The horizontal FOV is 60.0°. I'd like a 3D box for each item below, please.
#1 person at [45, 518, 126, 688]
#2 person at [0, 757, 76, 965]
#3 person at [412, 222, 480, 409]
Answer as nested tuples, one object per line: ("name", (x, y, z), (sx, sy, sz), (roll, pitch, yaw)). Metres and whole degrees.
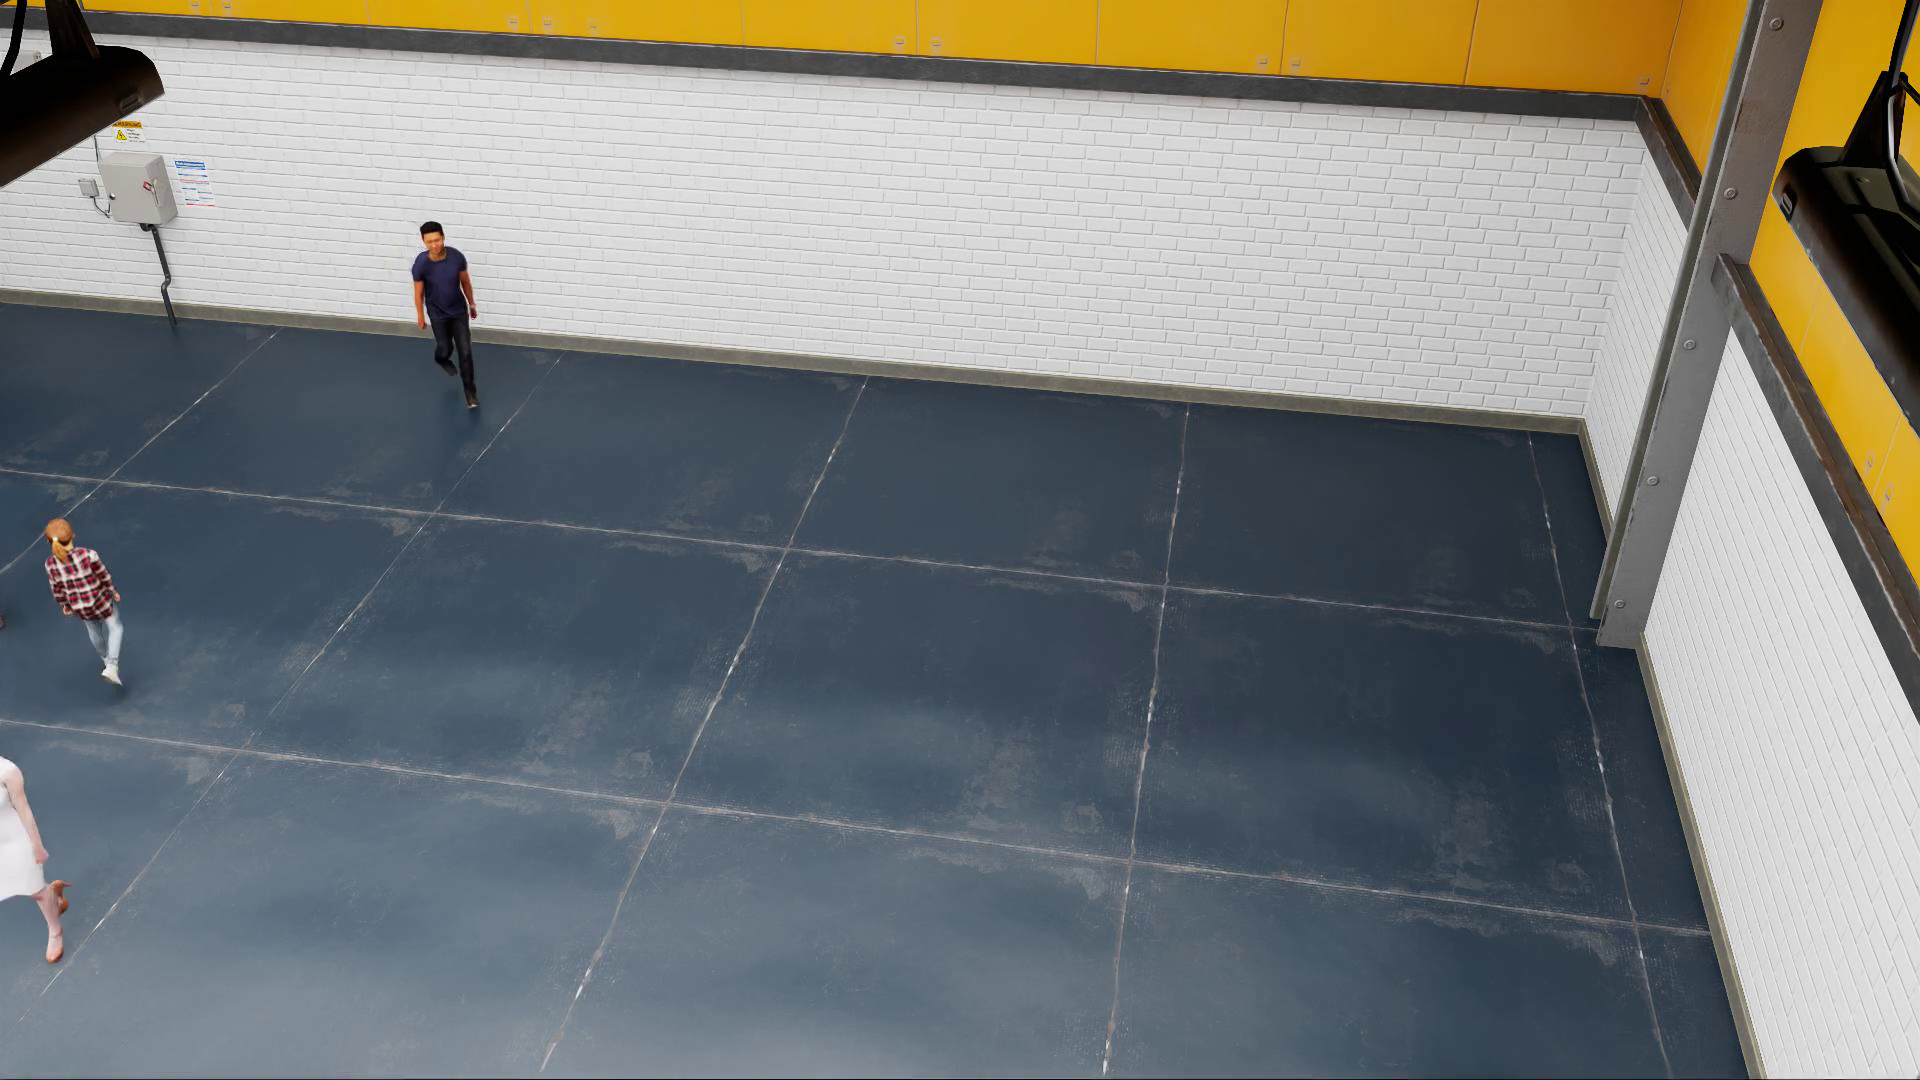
("person", (-6.022, 0.431, 11.503), (0.699, 1.294, 0.873), (-6, 34, -9))
("person", (-5.246, 1.625, 9.267), (0.627, 1.781, 0.750), (2, 34, 3))
("person", (-4.581, -2.066, 14.837), (1.009, 1.761, 1.124), (-17, 37, -23))
